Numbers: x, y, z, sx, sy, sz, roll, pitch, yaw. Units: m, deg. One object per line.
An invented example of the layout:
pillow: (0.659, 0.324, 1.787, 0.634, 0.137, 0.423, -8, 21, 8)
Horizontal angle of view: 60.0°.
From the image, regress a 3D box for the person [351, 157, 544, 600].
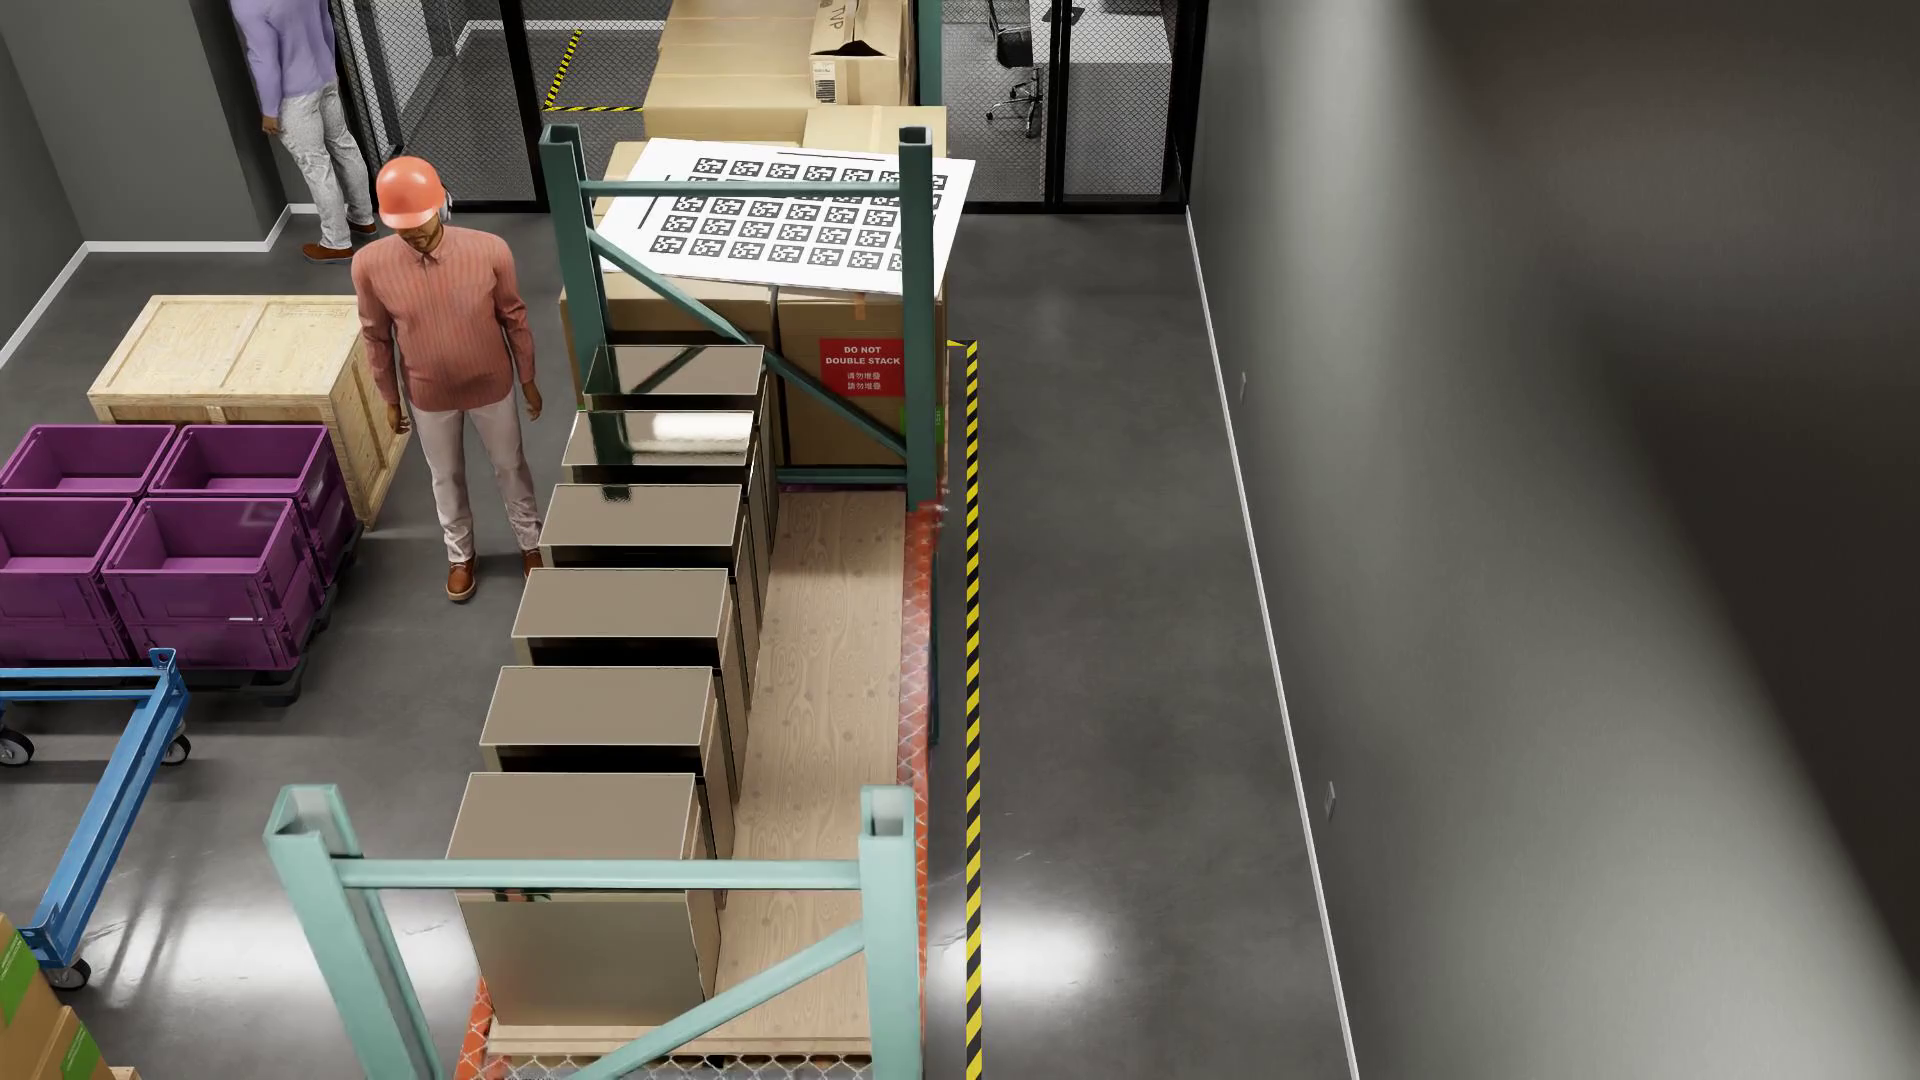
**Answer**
person: (-1.968, -0.604, 6.534, 0.623, 1.992, 0.392, -9, 42, -11)

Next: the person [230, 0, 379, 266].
person: (-3.399, -2.334, 8.559, 0.373, 1.935, 0.630, 11, 42, 12)
